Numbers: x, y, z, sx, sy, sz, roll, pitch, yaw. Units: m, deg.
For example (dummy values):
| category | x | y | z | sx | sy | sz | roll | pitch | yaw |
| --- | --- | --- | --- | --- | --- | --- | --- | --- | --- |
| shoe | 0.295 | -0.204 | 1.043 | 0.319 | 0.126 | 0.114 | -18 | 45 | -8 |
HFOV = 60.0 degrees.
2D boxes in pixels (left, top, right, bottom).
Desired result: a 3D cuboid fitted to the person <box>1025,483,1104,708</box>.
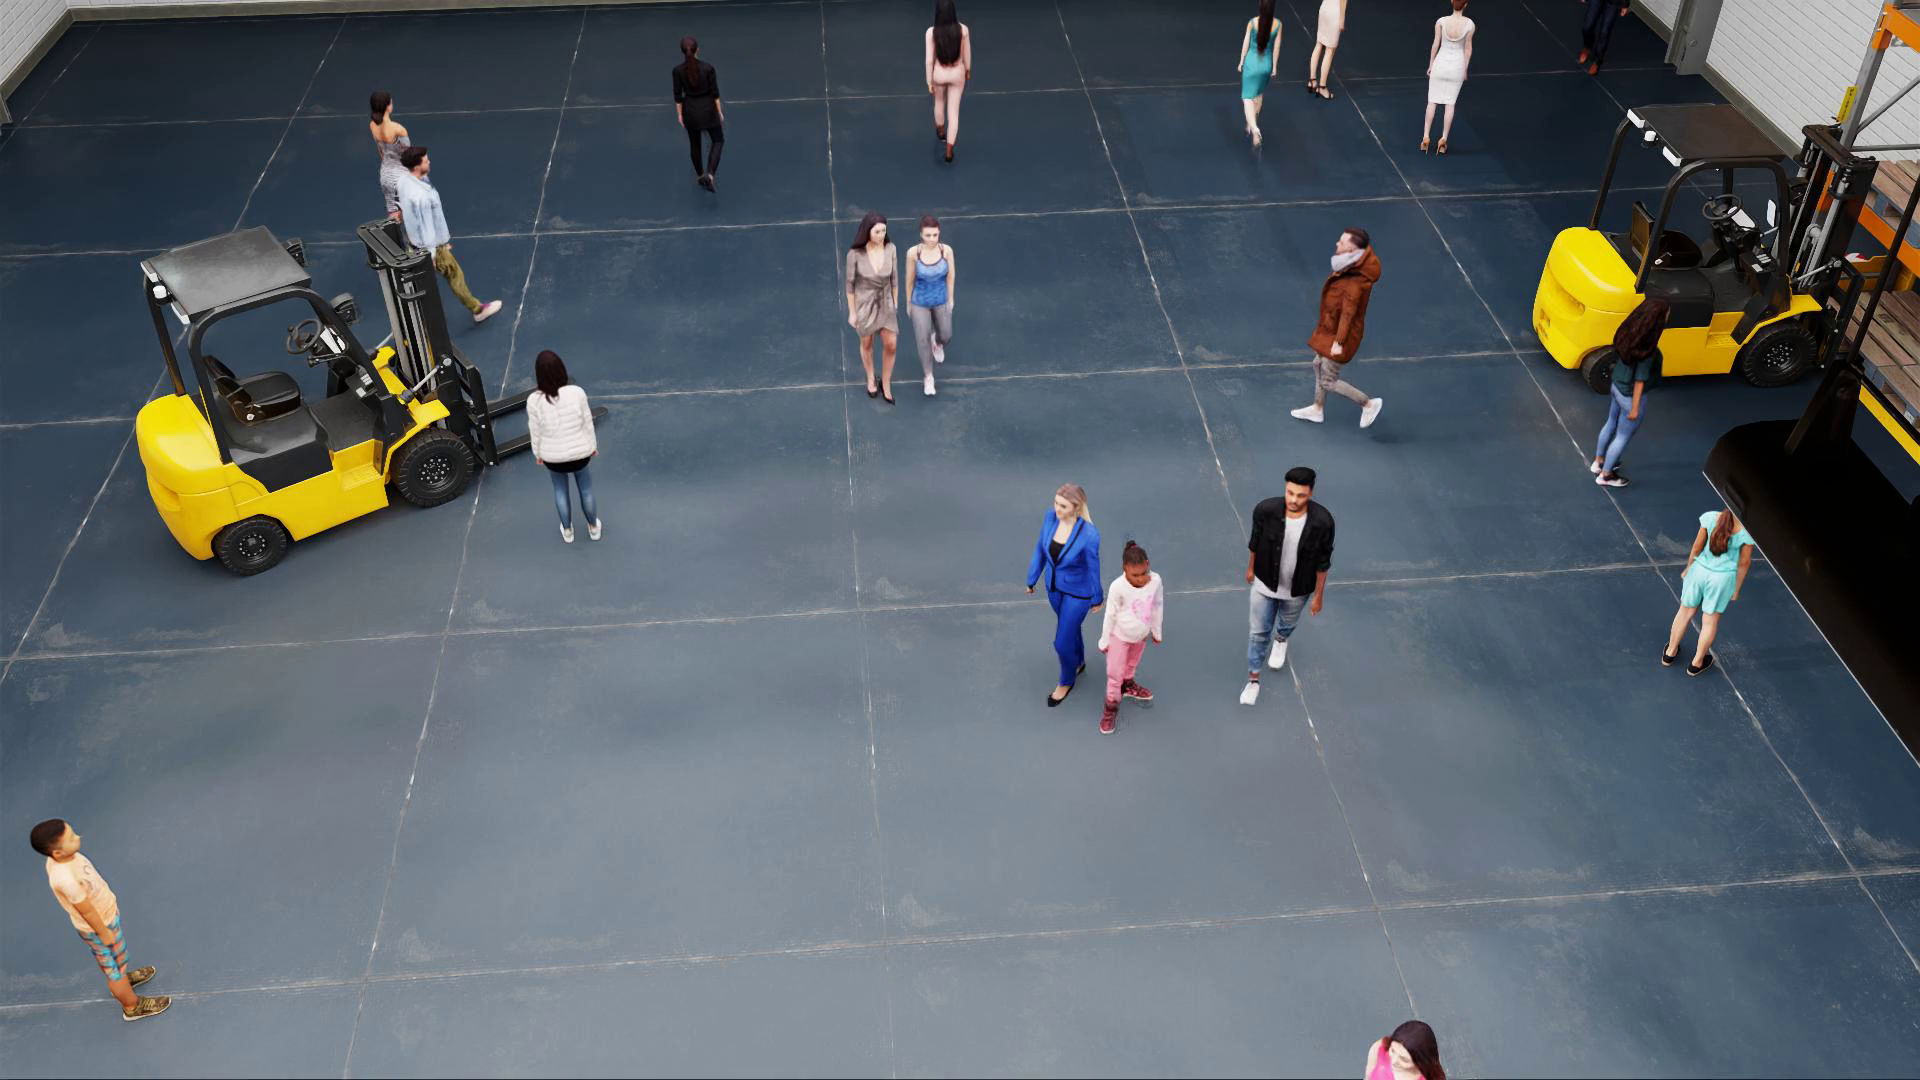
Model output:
| category | x | y | z | sx | sy | sz | roll | pitch | yaw |
| --- | --- | --- | --- | --- | --- | --- | --- | --- | --- |
| person | 0.790 | 0.289 | 11.048 | 0.832 | 1.683 | 0.893 | 32 | 48 | 33 |

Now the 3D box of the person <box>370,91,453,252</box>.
| category | x | y | z | sx | sy | sz | roll | pitch | yaw |
| --- | --- | --- | --- | --- | --- | --- | --- | --- | --- |
| person | -5.238 | -3.229 | 15.361 | 0.881 | 1.799 | 1.030 | 15 | 41 | 18 |

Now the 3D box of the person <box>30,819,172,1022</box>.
| category | x | y | z | sx | sy | sz | roll | pitch | yaw |
| --- | --- | --- | --- | --- | --- | --- | --- | --- | --- |
| person | -4.705 | 2.044 | 9.029 | 0.664 | 1.461 | 0.570 | -25 | 45 | -28 |

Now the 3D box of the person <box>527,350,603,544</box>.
| category | x | y | z | sx | sy | sz | roll | pitch | yaw |
| --- | --- | --- | --- | --- | --- | --- | --- | --- | --- |
| person | -2.906 | -0.678 | 12.294 | 0.652 | 1.639 | 0.599 | -9 | 40 | -11 |

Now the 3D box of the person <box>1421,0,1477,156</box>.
| category | x | y | z | sx | sy | sz | roll | pitch | yaw |
| --- | --- | --- | --- | --- | --- | --- | --- | --- | --- |
| person | 5.119 | -4.920 | 17.483 | 0.637 | 1.793 | 0.616 | 13 | 40 | 16 |

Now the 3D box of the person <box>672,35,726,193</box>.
| category | x | y | z | sx | sy | sz | roll | pitch | yaw |
| --- | --- | --- | --- | --- | --- | --- | --- | --- | --- |
| person | -2.616 | -4.240 | 16.747 | 0.688 | 1.649 | 0.820 | 2 | 39 | 2 |

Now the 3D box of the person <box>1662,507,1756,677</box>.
| category | x | y | z | sx | sy | sz | roll | pitch | yaw |
| --- | --- | --- | --- | --- | --- | --- | --- | --- | --- |
| person | 5.071 | 0.242 | 11.208 | 0.634 | 1.558 | 0.692 | 27 | 46 | 30 |

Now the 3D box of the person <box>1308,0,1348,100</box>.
| category | x | y | z | sx | sy | sz | roll | pitch | yaw |
| --- | --- | --- | --- | --- | --- | --- | --- | --- | --- |
| person | 4.149 | -5.868 | 18.641 | 0.692 | 1.829 | 0.537 | -14 | 41 | -17 |

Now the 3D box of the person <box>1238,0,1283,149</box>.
| category | x | y | z | sx | sy | sz | roll | pitch | yaw |
| --- | --- | --- | --- | --- | --- | --- | --- | --- | --- |
| person | 3.164 | -4.953 | 17.631 | 0.545 | 1.660 | 0.956 | -3 | 39 | -4 |

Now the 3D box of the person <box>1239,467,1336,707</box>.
| category | x | y | z | sx | sy | sz | roll | pitch | yaw |
| --- | --- | --- | --- | --- | --- | --- | --- | --- | --- |
| person | 2.196 | 0.187 | 11.101 | 0.991 | 1.777 | 1.213 | 12 | 40 | 14 |

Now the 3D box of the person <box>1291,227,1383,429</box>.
| category | x | y | z | sx | sy | sz | roll | pitch | yaw |
| --- | --- | --- | --- | --- | --- | --- | --- | --- | --- |
| person | 3.133 | -1.650 | 13.366 | 0.894 | 1.820 | 0.955 | 5 | 39 | 7 |

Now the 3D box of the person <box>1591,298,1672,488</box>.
| category | x | y | z | sx | sy | sz | roll | pitch | yaw |
| --- | --- | --- | --- | --- | --- | --- | --- | --- | --- |
| person | 5.186 | -1.151 | 12.904 | 0.651 | 1.618 | 0.531 | -1 | 39 | -2 |

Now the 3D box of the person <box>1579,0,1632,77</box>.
| category | x | y | z | sx | sy | sz | roll | pitch | yaw |
| --- | --- | --- | --- | --- | --- | --- | --- | --- | --- |
| person | 7.505 | -6.315 | 19.236 | 0.877 | 1.784 | 0.917 | 18 | 42 | 21 |

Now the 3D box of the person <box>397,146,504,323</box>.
| category | x | y | z | sx | sy | sz | roll | pitch | yaw |
| --- | --- | --- | --- | --- | --- | --- | --- | --- | --- |
| person | -4.737 | -2.548 | 14.537 | 1.145 | 1.763 | 1.211 | -26 | 45 | -28 |

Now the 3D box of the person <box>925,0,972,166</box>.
| category | x | y | z | sx | sy | sz | roll | pitch | yaw |
| --- | --- | --- | --- | --- | --- | --- | --- | --- | --- |
| person | -0.119 | -4.750 | 17.356 | 0.664 | 1.686 | 1.028 | 0 | 39 | 0 |

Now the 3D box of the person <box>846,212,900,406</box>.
| category | x | y | z | sx | sy | sz | roll | pitch | yaw |
| --- | --- | --- | --- | --- | --- | --- | --- | --- | --- |
| person | -0.746 | -1.965 | 13.831 | 0.672 | 1.732 | 0.693 | -9 | 39 | -11 |

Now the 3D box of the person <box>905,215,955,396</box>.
| category | x | y | z | sx | sy | sz | roll | pitch | yaw |
| --- | --- | --- | --- | --- | --- | --- | --- | --- | --- |
| person | -0.259 | -2.025 | 14.013 | 0.575 | 1.599 | 0.818 | -5 | 39 | -6 |

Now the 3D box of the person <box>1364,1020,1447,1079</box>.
| category | x | y | z | sx | sy | sz | roll | pitch | yaw |
| --- | --- | --- | --- | --- | --- | --- | --- | --- | --- |
| person | 2.093 | 2.805 | 7.927 | 0.927 | 1.647 | 0.923 | -27 | 46 | -30 |

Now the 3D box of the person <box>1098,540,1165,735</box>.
| category | x | y | z | sx | sy | sz | roll | pitch | yaw |
| --- | --- | --- | --- | --- | --- | --- | --- | --- | --- |
| person | 1.109 | 0.561 | 10.904 | 0.744 | 1.438 | 0.748 | -21 | 43 | -24 |
